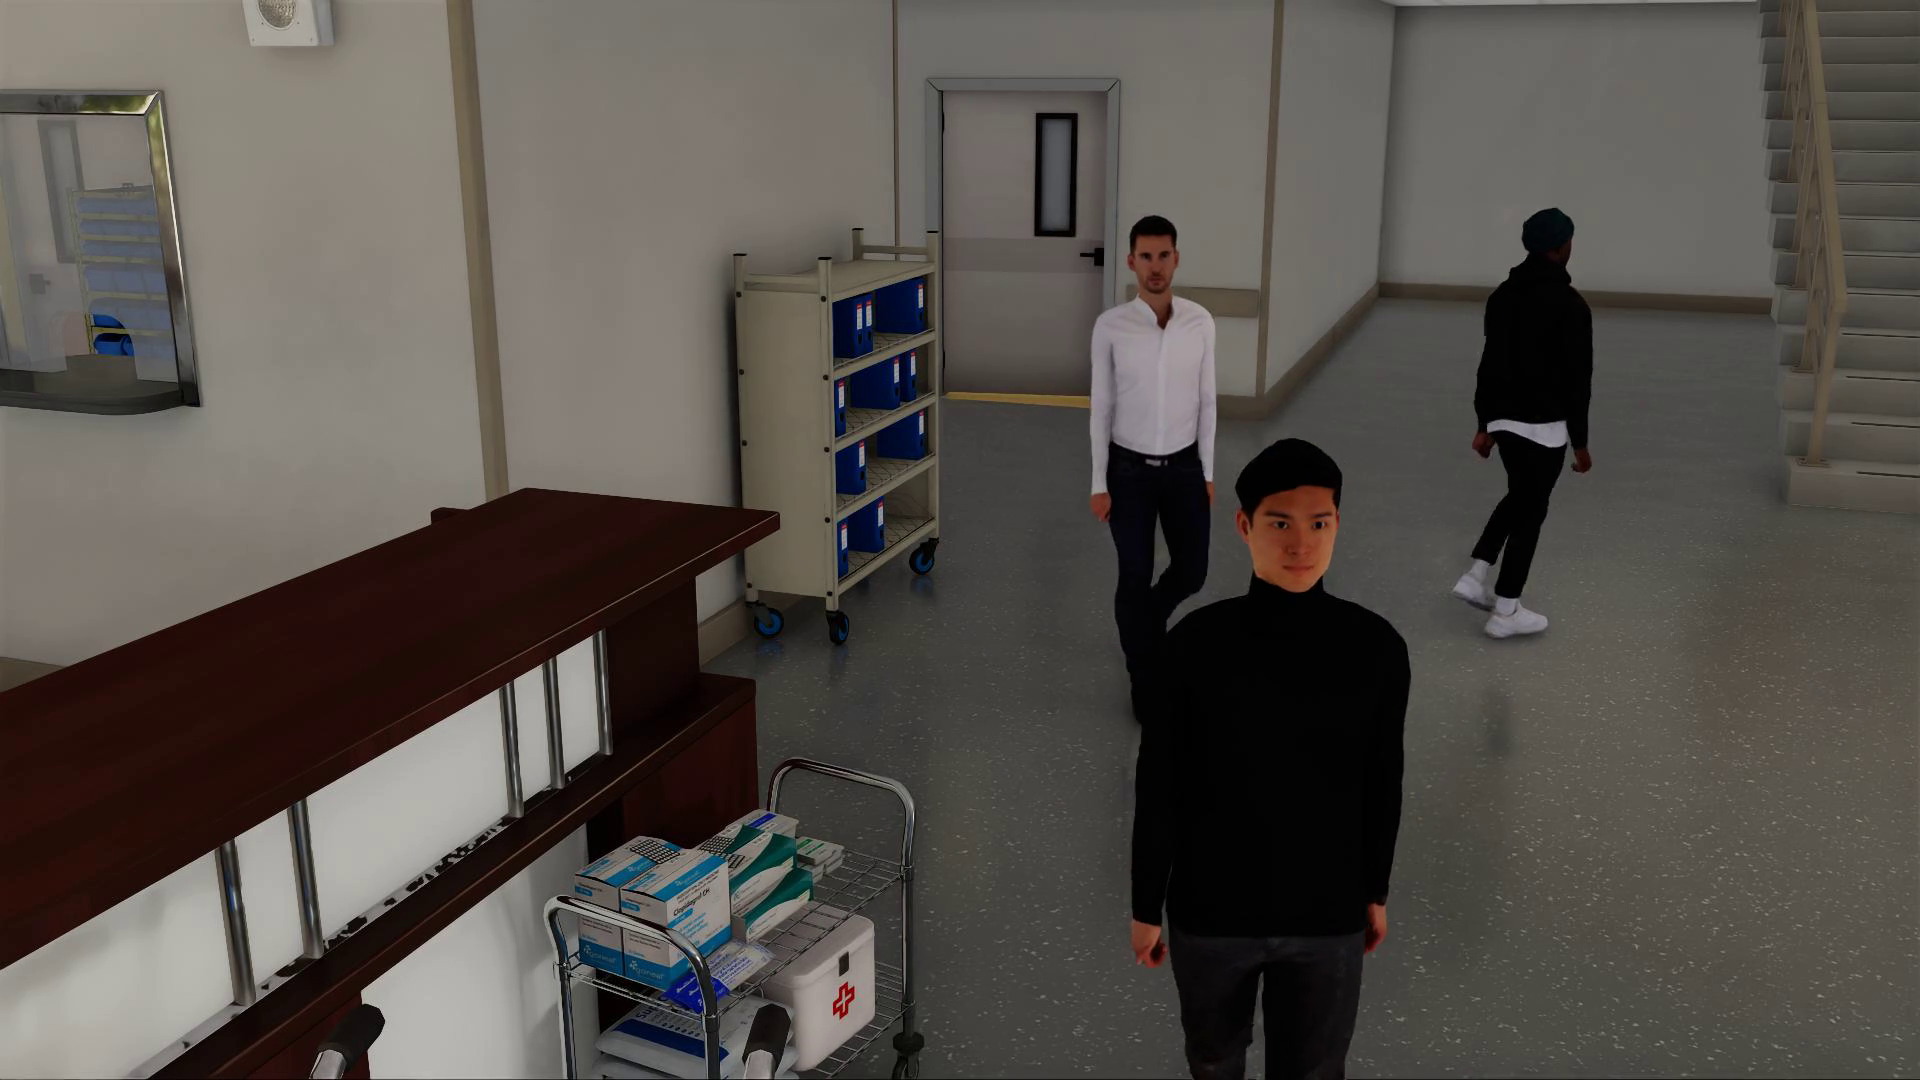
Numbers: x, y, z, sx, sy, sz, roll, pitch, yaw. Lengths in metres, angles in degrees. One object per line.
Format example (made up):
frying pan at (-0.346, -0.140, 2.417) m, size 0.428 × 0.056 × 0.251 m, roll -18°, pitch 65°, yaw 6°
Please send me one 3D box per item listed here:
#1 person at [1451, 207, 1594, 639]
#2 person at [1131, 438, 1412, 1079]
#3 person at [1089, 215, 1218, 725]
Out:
person at (2.303, -0.460, 6.941) m, size 0.882 × 1.805 × 0.821 m, roll -7°, pitch 17°, yaw -24°
person at (0.580, 0.644, 3.211) m, size 0.802 × 1.703 × 1.134 m, roll 2°, pitch 16°, yaw 7°
person at (0.707, -0.278, 6.207) m, size 0.832 × 1.852 × 0.960 m, roll -1°, pitch 16°, yaw -5°
